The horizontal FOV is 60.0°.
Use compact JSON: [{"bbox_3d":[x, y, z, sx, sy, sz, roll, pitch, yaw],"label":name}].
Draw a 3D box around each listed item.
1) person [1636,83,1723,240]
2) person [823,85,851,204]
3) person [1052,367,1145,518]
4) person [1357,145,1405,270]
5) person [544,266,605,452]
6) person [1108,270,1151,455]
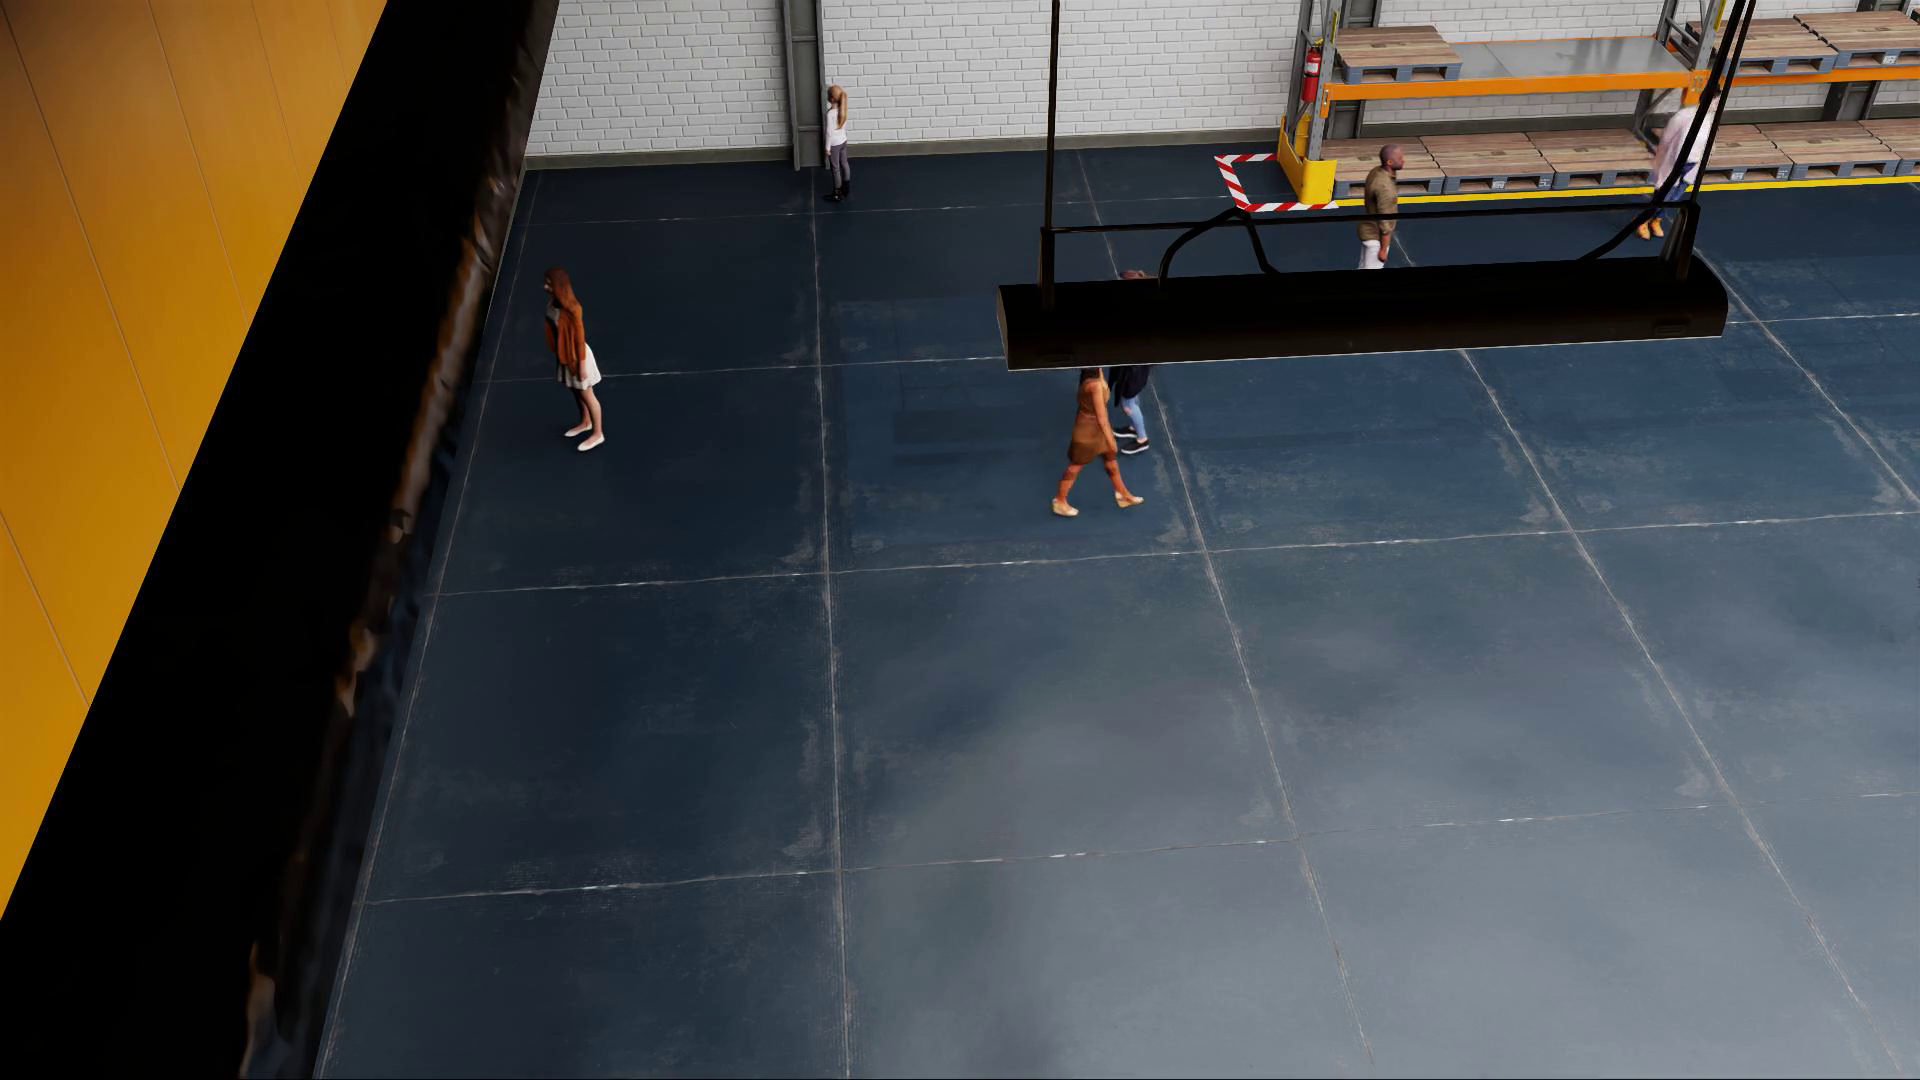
[{"bbox_3d":[7.196,-3.834,16.752,0.666,1.709,0.786,1,39,1],"label":"person"},{"bbox_3d":[-1.294,-4.198,17.554,0.636,1.277,0.585,20,43,24],"label":"person"},{"bbox_3d":[0.937,-0.845,13.052,1.001,1.656,0.679,4,39,5],"label":"person"},{"bbox_3d":[3.840,-2.804,15.370,0.610,1.825,0.742,1,39,1],"label":"person"},{"bbox_3d":[-3.219,-1.550,13.883,0.730,1.721,0.702,-27,46,-29],"label":"person"},{"bbox_3d":[1.440,-1.492,13.851,0.604,1.669,0.654,-7,39,-9],"label":"person"}]
